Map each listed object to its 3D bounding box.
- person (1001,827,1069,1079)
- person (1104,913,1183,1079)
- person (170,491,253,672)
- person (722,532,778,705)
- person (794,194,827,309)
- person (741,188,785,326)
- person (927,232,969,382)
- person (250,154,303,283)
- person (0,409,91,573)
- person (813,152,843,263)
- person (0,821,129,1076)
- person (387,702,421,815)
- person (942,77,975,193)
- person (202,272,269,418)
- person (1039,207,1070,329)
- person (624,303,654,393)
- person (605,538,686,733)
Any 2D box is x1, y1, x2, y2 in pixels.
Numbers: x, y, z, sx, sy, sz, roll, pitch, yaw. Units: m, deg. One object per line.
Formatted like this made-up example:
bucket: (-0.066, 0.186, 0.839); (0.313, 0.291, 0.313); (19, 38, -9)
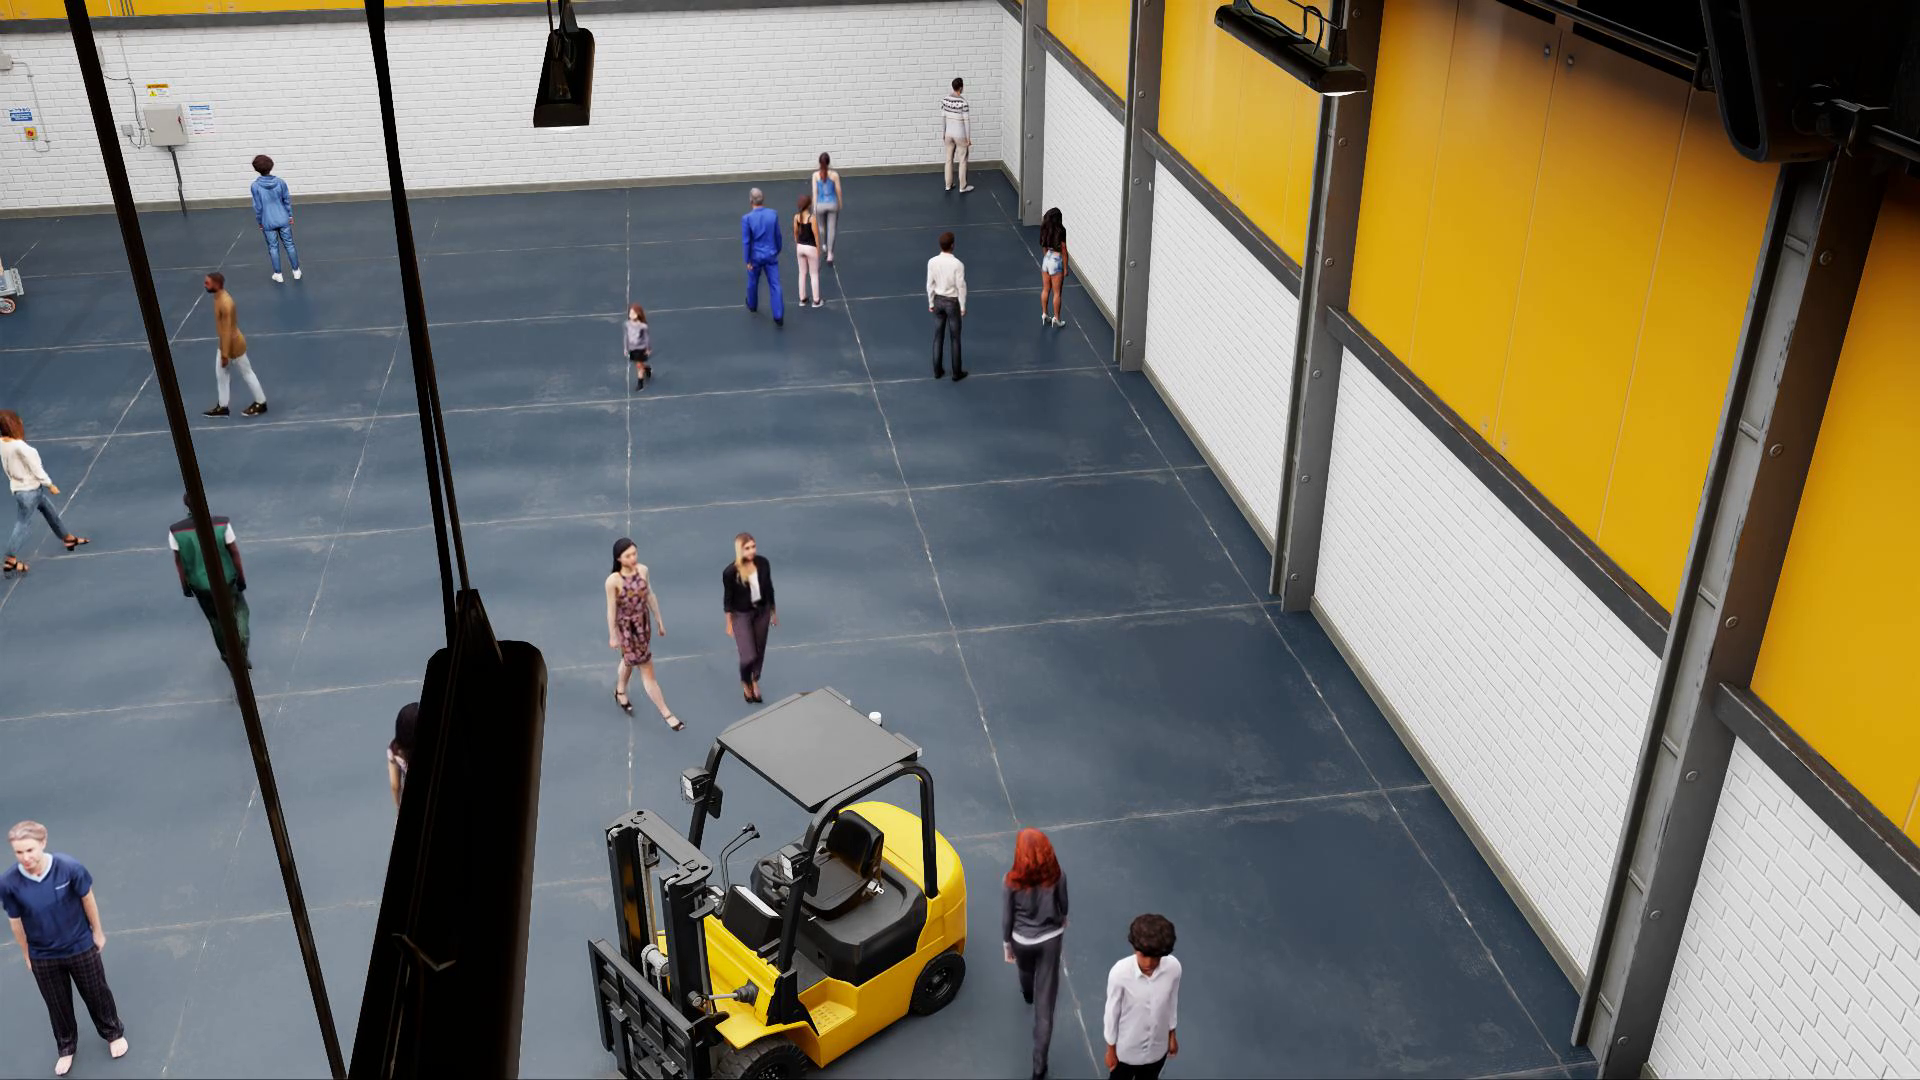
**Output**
person: (0.493, 2.639, 10.544); (0.774, 1.719, 1.265); (1, 29, 1)
person: (1.063, 2.943, 9.893); (0.650, 1.808, 0.589); (-8, 30, -15)
person: (-6.519, 0.404, 14.529); (0.769, 1.826, 0.929); (-10, 30, -18)
person: (-1.839, 0.651, 14.245); (0.702, 1.664, 0.710); (-20, 34, -32)
person: (-2.093, -3.974, 22.829); (0.620, 1.563, 0.653); (12, 31, 21)
person: (-2.579, -3.729, 22.157); (0.897, 1.777, 1.257); (-10, 30, -18)
person: (-0.156, -2.881, 20.504); (0.733, 1.870, 0.741); (12, 31, 21)
person: (-9.770, -4.587, 23.696); (0.748, 1.809, 0.699); (-16, 33, -27)
person: (-9.210, -0.439, 16.276); (1.107, 1.632, 1.086); (24, 37, 36)
person: (-1.947, -4.865, 24.455); (0.715, 1.571, 1.072); (1, 29, 1)
person: (-5.704, 2.550, 10.547); (0.719, 1.871, 0.644); (-13, 31, -22)
person: (-3.792, 1.945, 11.812); (0.651, 1.722, 0.798); (-1, 29, -2)
person: (-0.066, -6.706, 27.528); (0.779, 1.859, 0.821); (17, 33, 28)
person: (-8.435, -2.289, 19.500); (0.967, 1.793, 1.005); (-18, 33, -30)
person: (1.245, -3.627, 22.127); (0.720, 1.626, 0.640); (-24, 37, -37)
person: (-3.931, -2.396, 20.431); (0.689, 1.089, 0.815); (11, 30, 19)
person: (-2.798, 0.758, 13.980); (1.179, 1.729, 1.075); (21, 35, 33)
